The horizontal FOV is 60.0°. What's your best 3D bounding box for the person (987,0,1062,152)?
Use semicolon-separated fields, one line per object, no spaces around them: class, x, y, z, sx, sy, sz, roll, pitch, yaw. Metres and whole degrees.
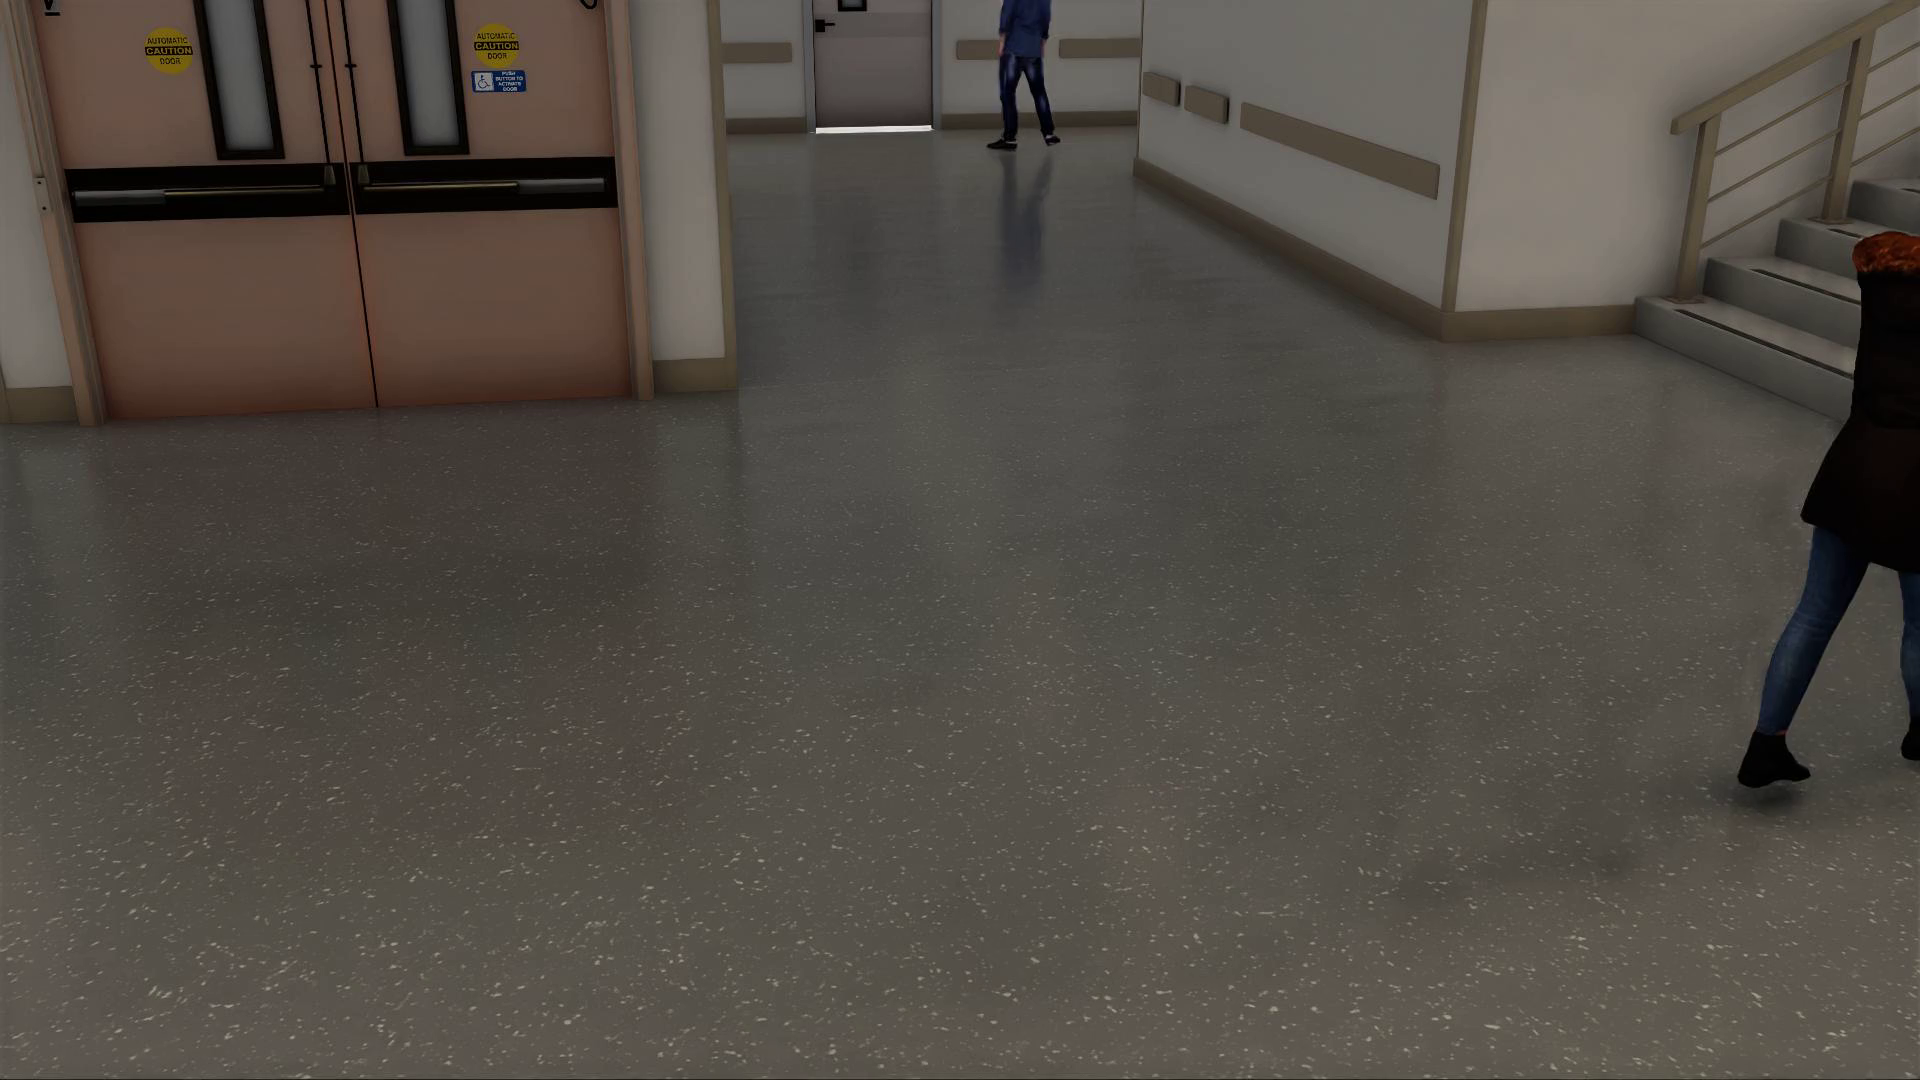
person;0.554;-4.604;15.734;1.013;1.806;0.859;16;26;36

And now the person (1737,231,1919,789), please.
person;2.259;-0.092;4.122;1.101;1.594;0.797;-9;23;-23
